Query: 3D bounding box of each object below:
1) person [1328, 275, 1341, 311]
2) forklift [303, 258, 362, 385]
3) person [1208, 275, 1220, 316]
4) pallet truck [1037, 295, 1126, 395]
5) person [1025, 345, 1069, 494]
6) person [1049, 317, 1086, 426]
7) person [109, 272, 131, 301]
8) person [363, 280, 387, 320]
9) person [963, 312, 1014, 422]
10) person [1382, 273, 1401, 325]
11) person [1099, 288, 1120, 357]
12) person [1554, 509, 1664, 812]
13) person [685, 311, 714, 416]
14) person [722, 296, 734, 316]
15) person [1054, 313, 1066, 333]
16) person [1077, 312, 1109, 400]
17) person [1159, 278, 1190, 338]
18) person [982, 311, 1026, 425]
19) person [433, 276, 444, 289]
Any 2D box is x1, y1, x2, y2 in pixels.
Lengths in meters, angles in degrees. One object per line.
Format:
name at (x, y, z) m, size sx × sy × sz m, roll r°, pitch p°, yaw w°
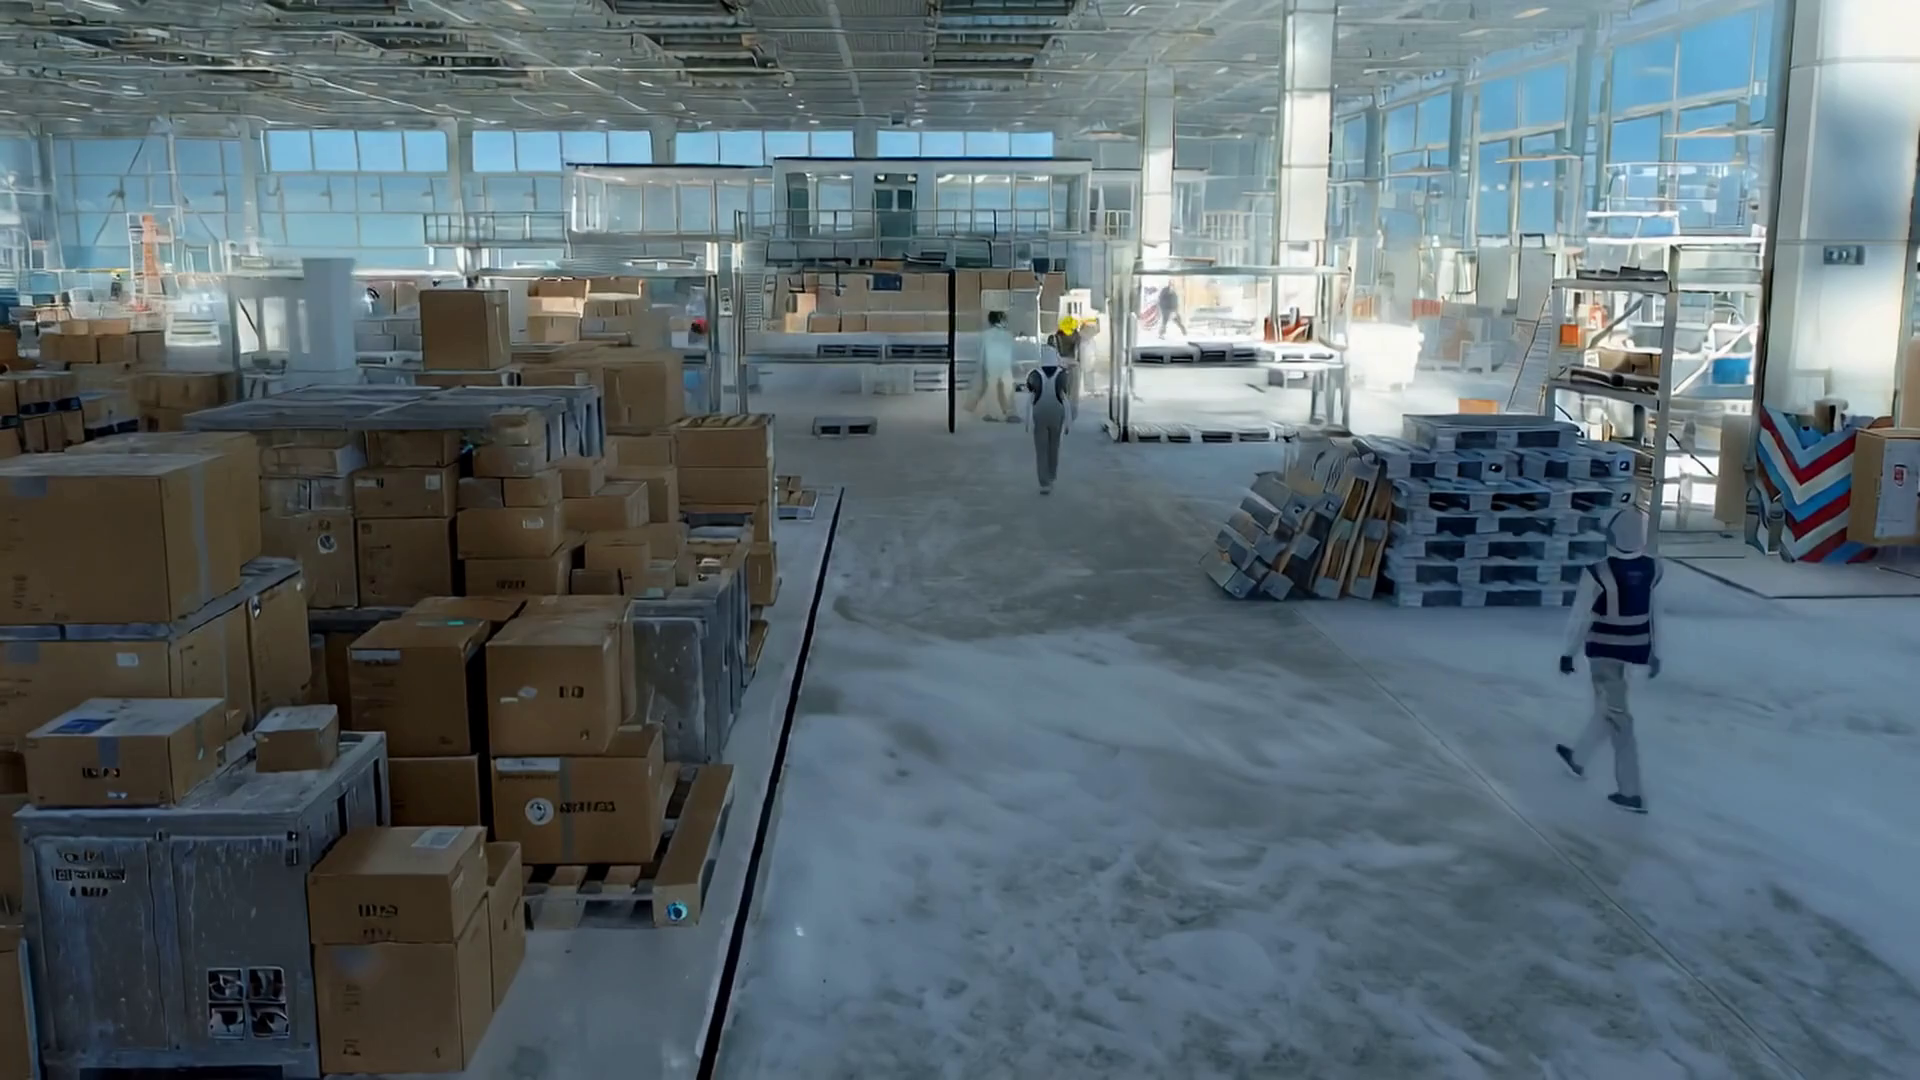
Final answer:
person at (14.699, -9.688, 65.603) m, size 0.629 × 1.923 × 0.898 m, roll 2°, pitch 10°, yaw 12°
forklift at (-7.954, -2.194, 21.201) m, size 1.873 × 2.768 × 1.129 m, roll 0°, pitch 10°, yaw -2°
person at (9.862, -9.418, 64.383) m, size 0.441 × 1.823 × 0.645 m, roll -10°, pitch 14°, yaw -44°
pallet truck at (2.483, -3.881, 33.060) m, size 1.885 × 1.965 × 0.823 m, roll -7°, pitch 13°, yaw -36°
person at (1.059, -1.469, 20.200) m, size 0.524 × 1.799 × 0.951 m, roll 0°, pitch 10°, yaw 1°
person at (1.776, -2.808, 27.671) m, size 0.631 × 1.780 × 1.019 m, roll 1°, pitch 10°, yaw 5°
person at (-28.438, -8.081, 56.419) m, size 0.629 × 2.016 × 0.771 m, roll -2°, pitch 10°, yaw -9°
person at (-15.239, -5.770, 43.465) m, size 0.537 × 2.000 × 0.680 m, roll 2°, pitch 10°, yaw 9°
person at (0.474, -2.941, 28.217) m, size 0.920 × 1.879 × 0.624 m, roll 8°, pitch 13°, yaw 36°
person at (15.161, -8.400, 58.419) m, size 0.629 × 1.924 × 0.463 m, roll 0°, pitch 10°, yaw -1°
person at (3.921, -5.576, 42.841) m, size 0.655 × 1.883 × 1.039 m, roll 8°, pitch 13°, yaw 36°
person at (3.533, 0.619, 9.094) m, size 0.538 × 1.586 × 0.848 m, roll -3°, pitch 11°, yaw -18°
person at (-4.282, -2.796, 27.273) m, size 0.589 × 1.907 × 0.474 m, roll 6°, pitch 12°, yaw 29°
person at (-4.995, -4.381, 36.251) m, size 0.326 × 1.861 × 0.498 m, roll 4°, pitch 11°, yaw 22°
person at (1.900, -3.398, 31.196) m, size 0.322 × 1.699 × 0.536 m, roll 2°, pitch 10°, yaw 13°
person at (2.547, -3.522, 31.902) m, size 0.902 × 1.686 × 0.496 m, roll -2°, pitch 10°, yaw -10°
person at (6.758, -7.326, 52.602) m, size 0.974 × 1.880 × 0.601 m, roll 0°, pitch 10°, yaw -1°
person at (0.693, -2.833, 27.533) m, size 0.637 × 1.881 × 1.027 m, roll -7°, pitch 12°, yaw -34°
person at (-19.327, -8.964, 61.886) m, size 0.567 × 1.827 × 1.052 m, roll 0°, pitch 10°, yaw -2°
